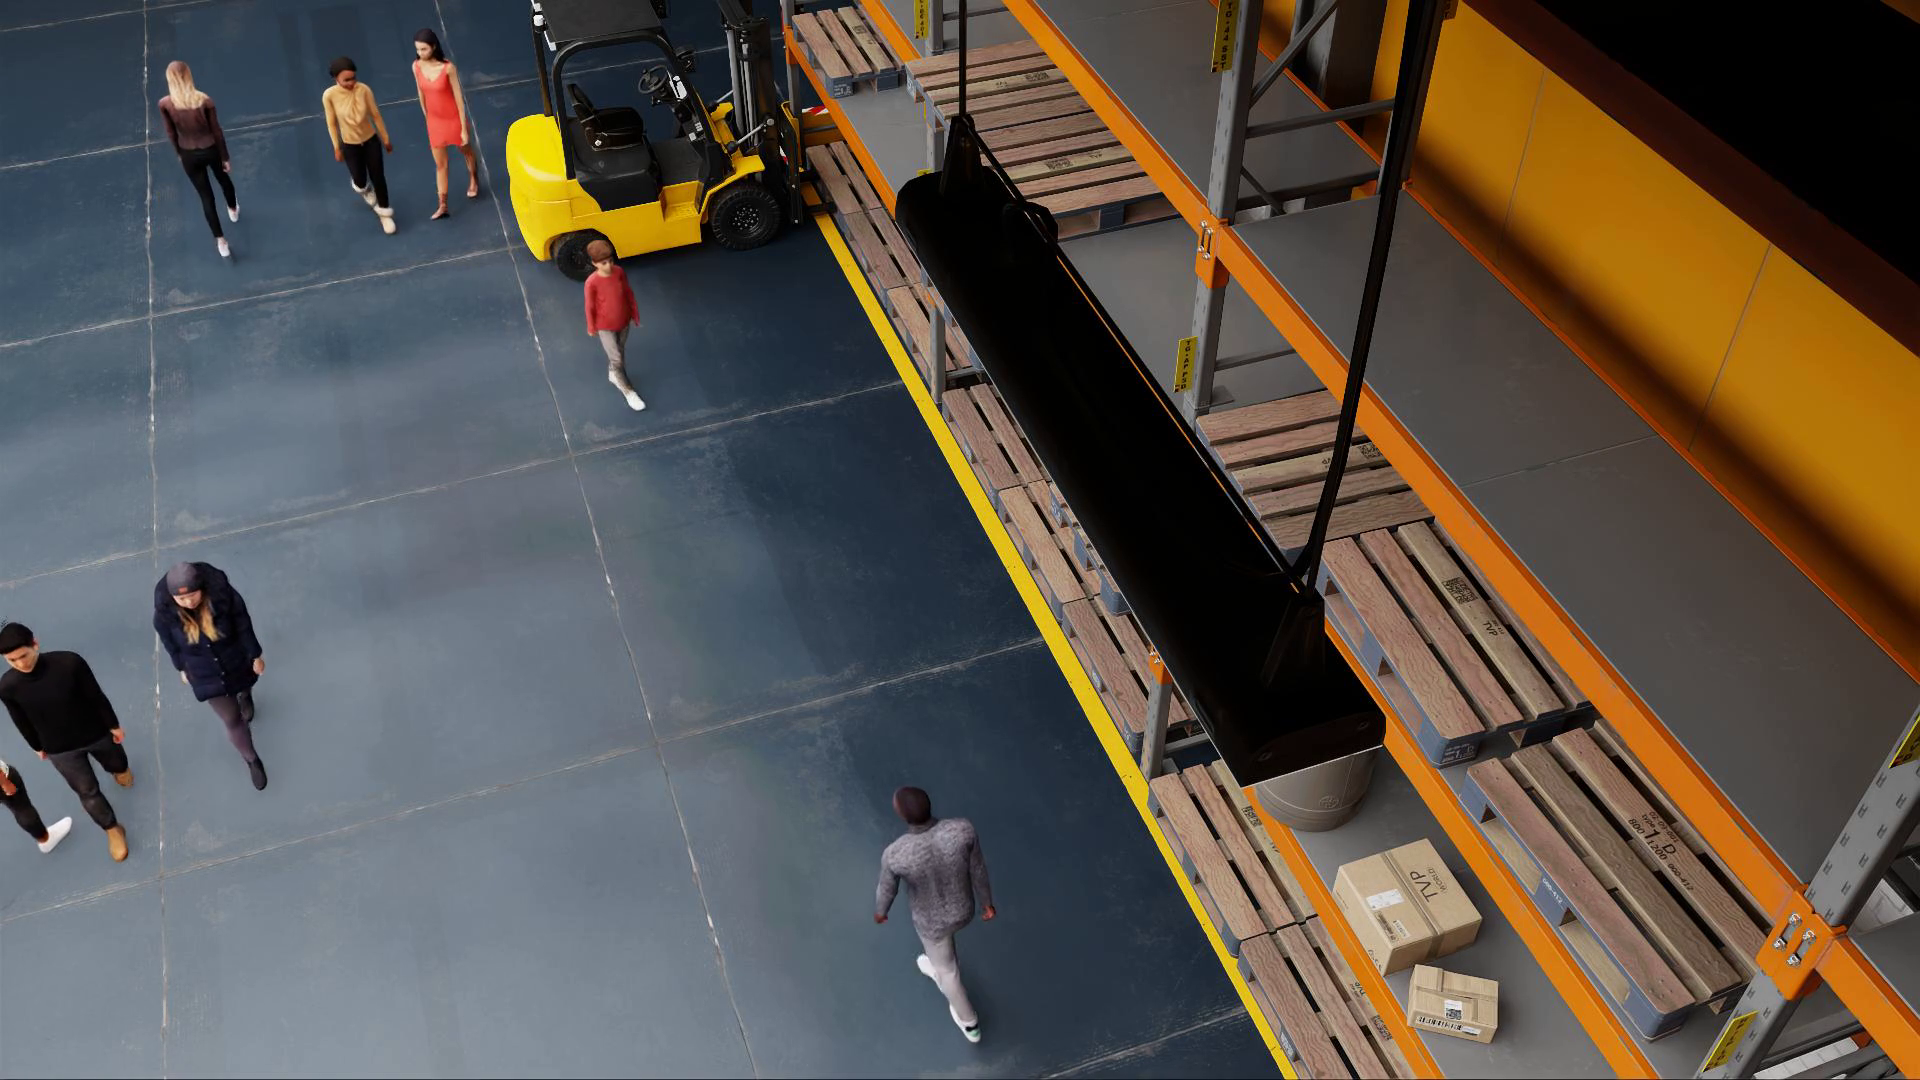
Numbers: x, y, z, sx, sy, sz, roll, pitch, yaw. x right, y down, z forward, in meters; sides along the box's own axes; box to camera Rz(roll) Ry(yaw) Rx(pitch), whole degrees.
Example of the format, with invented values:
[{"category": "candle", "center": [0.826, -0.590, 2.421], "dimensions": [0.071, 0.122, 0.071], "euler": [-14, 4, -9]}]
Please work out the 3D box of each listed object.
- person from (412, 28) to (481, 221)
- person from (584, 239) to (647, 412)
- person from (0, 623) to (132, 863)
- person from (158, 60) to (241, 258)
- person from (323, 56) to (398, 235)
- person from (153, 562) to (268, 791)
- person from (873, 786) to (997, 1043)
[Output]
[{"category": "person", "center": [-4.501, -3.742, 14.729], "dimensions": [0.931, 1.678, 1.154], "euler": [4, 44, 5]}, {"category": "person", "center": [-2.716, -1.716, 12.806], "dimensions": [0.741, 1.398, 0.906], "euler": [-34, 53, -31]}, {"category": "person", "center": [-5.144, 1.066, 9.665], "dimensions": [0.772, 1.701, 1.042], "euler": [-22, 48, -22]}, {"category": "person", "center": [-6.467, -3.210, 14.187], "dimensions": [0.603, 1.655, 1.131], "euler": [-15, 46, -15]}, {"category": "person", "center": [-5.241, -3.479, 14.484], "dimensions": [0.686, 1.635, 0.859], "euler": [-19, 47, -19]}, {"category": "person", "center": [-4.503, 0.676, 10.122], "dimensions": [0.766, 1.636, 1.137], "euler": [-20, 47, -19]}, {"category": "person", "center": [-0.037, 1.984, 8.637], "dimensions": [0.816, 1.790, 0.921], "euler": [-18, 46, -18]}]
